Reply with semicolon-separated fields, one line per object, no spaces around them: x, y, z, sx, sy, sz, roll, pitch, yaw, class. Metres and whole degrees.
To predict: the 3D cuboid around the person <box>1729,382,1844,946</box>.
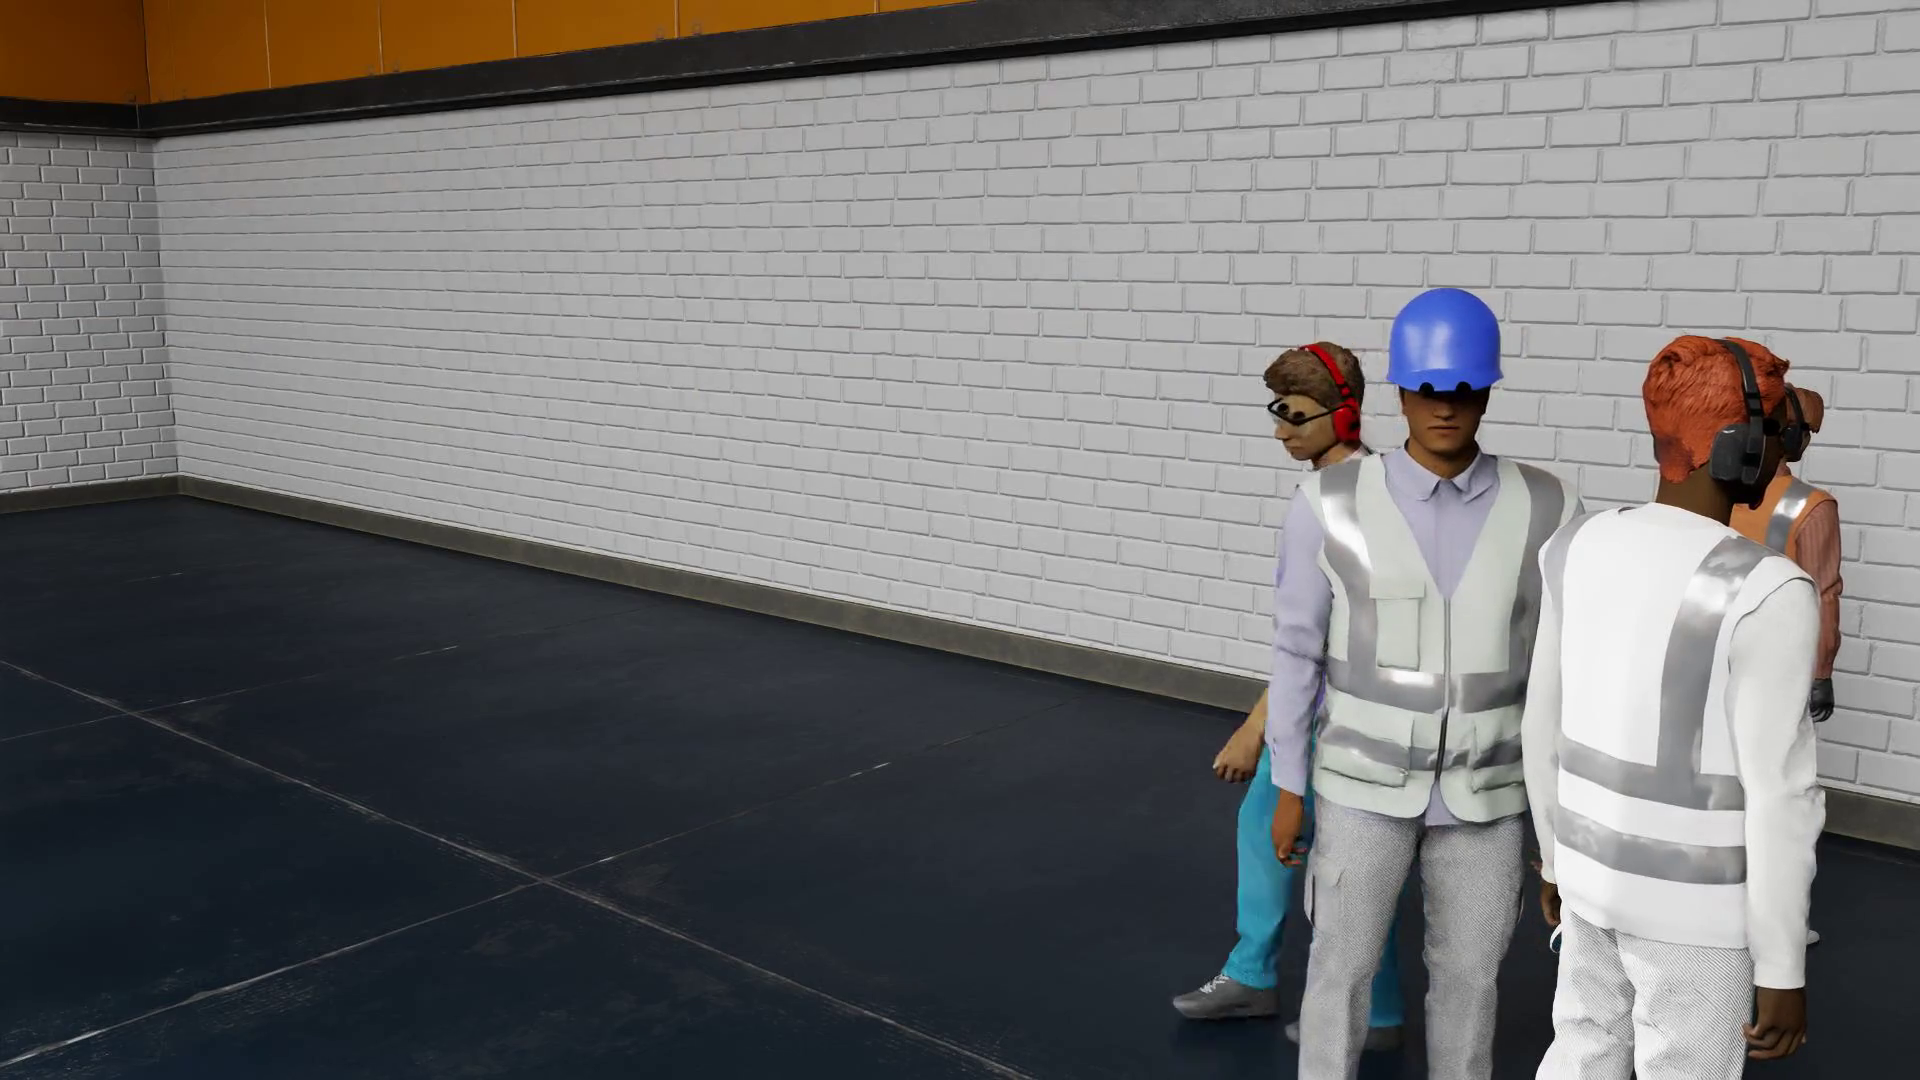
2.315;0.364;4.849;0.306;1.640;0.522;-4;11;-22;person

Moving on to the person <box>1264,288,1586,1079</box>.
0.917;0.482;3.304;0.615;1.945;0.404;1;10;5;person

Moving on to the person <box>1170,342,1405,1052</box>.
0.816;0.422;4.064;0.701;1.804;0.617;0;10;3;person

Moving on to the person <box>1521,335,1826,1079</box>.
1.175;0.604;2.787;0.337;1.882;0.584;-4;11;-19;person
